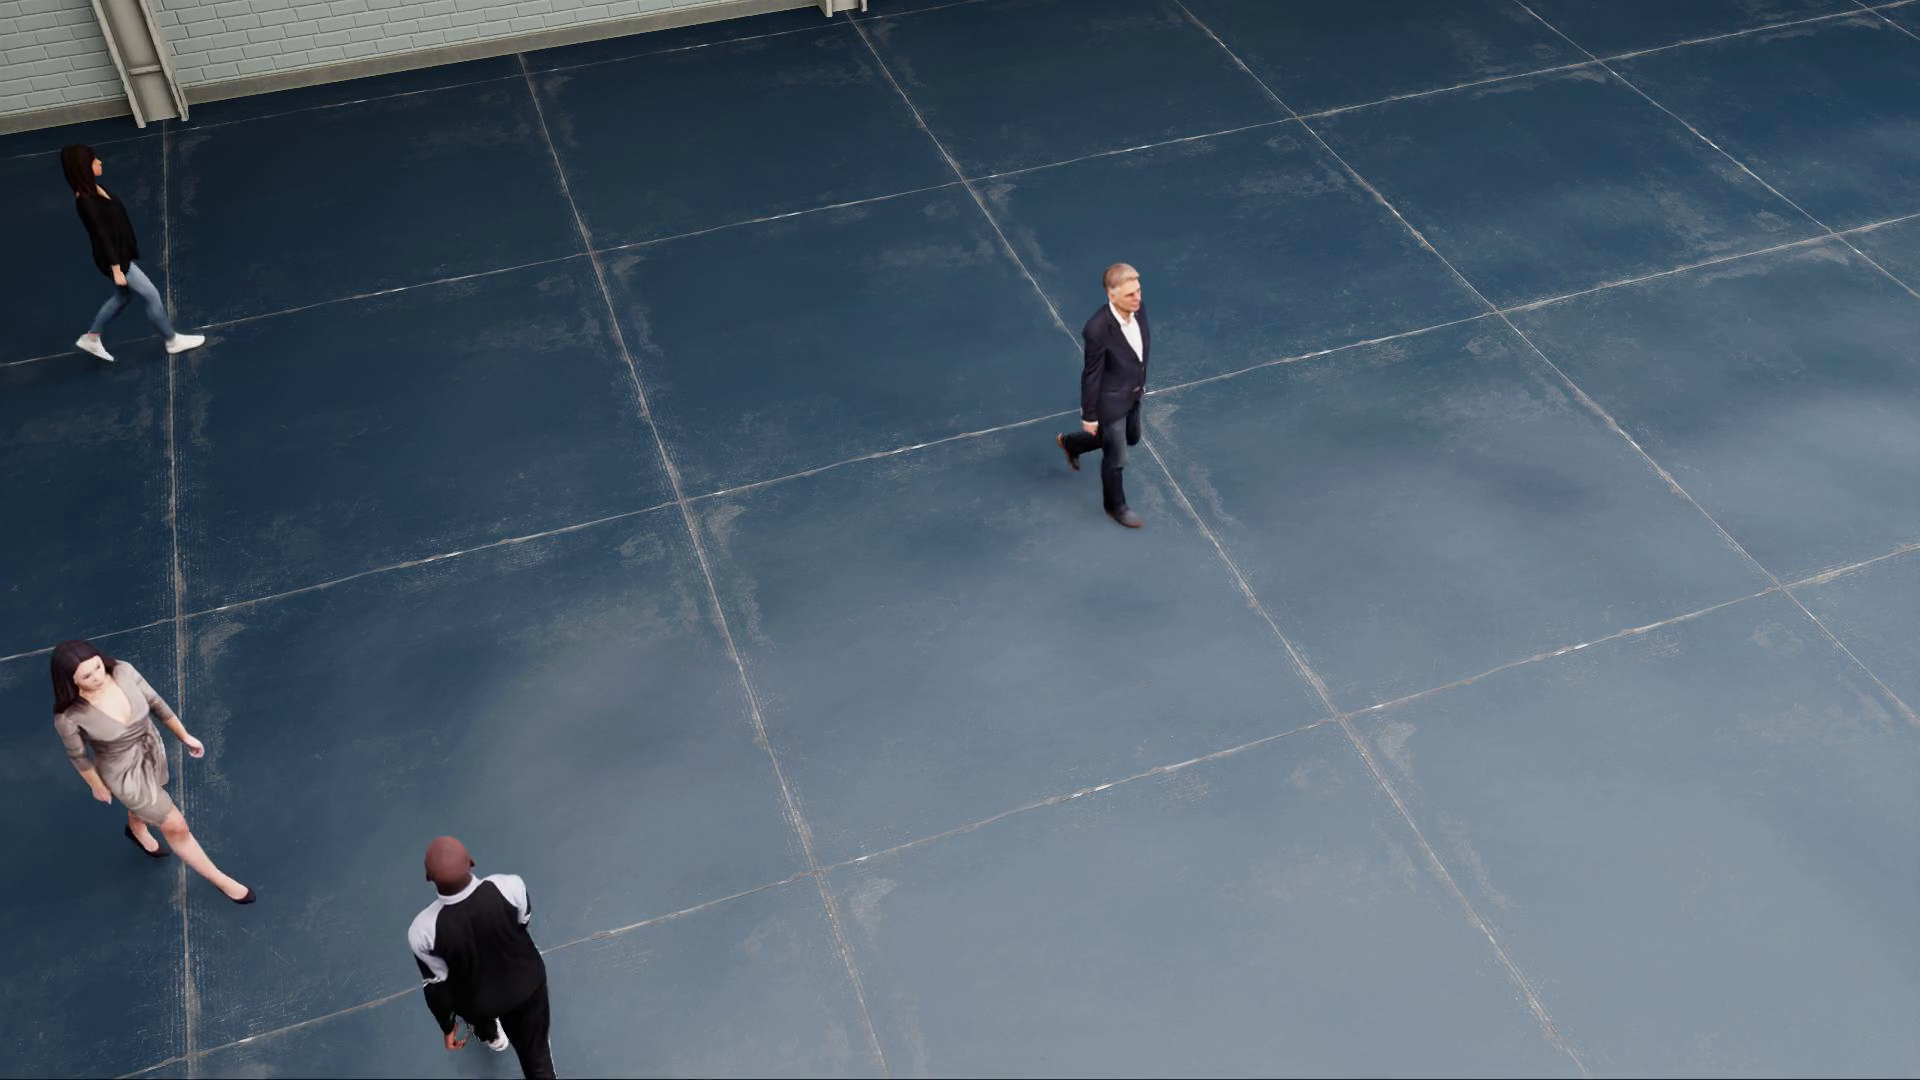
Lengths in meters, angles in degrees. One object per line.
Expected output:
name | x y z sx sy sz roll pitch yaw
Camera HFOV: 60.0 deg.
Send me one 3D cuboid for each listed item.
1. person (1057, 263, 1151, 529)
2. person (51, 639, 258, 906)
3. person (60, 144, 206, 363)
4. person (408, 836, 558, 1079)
person | 0.873 -0.907 9.869 1.027 1.797 1.043 31 51 29
person | -3.939 1.045 7.850 1.134 1.700 1.040 16 45 16
person | -5.666 -1.856 11.012 1.039 1.624 0.678 -21 47 -21
person | -1.882 1.911 6.856 1.082 1.789 0.747 -17 46 -18
